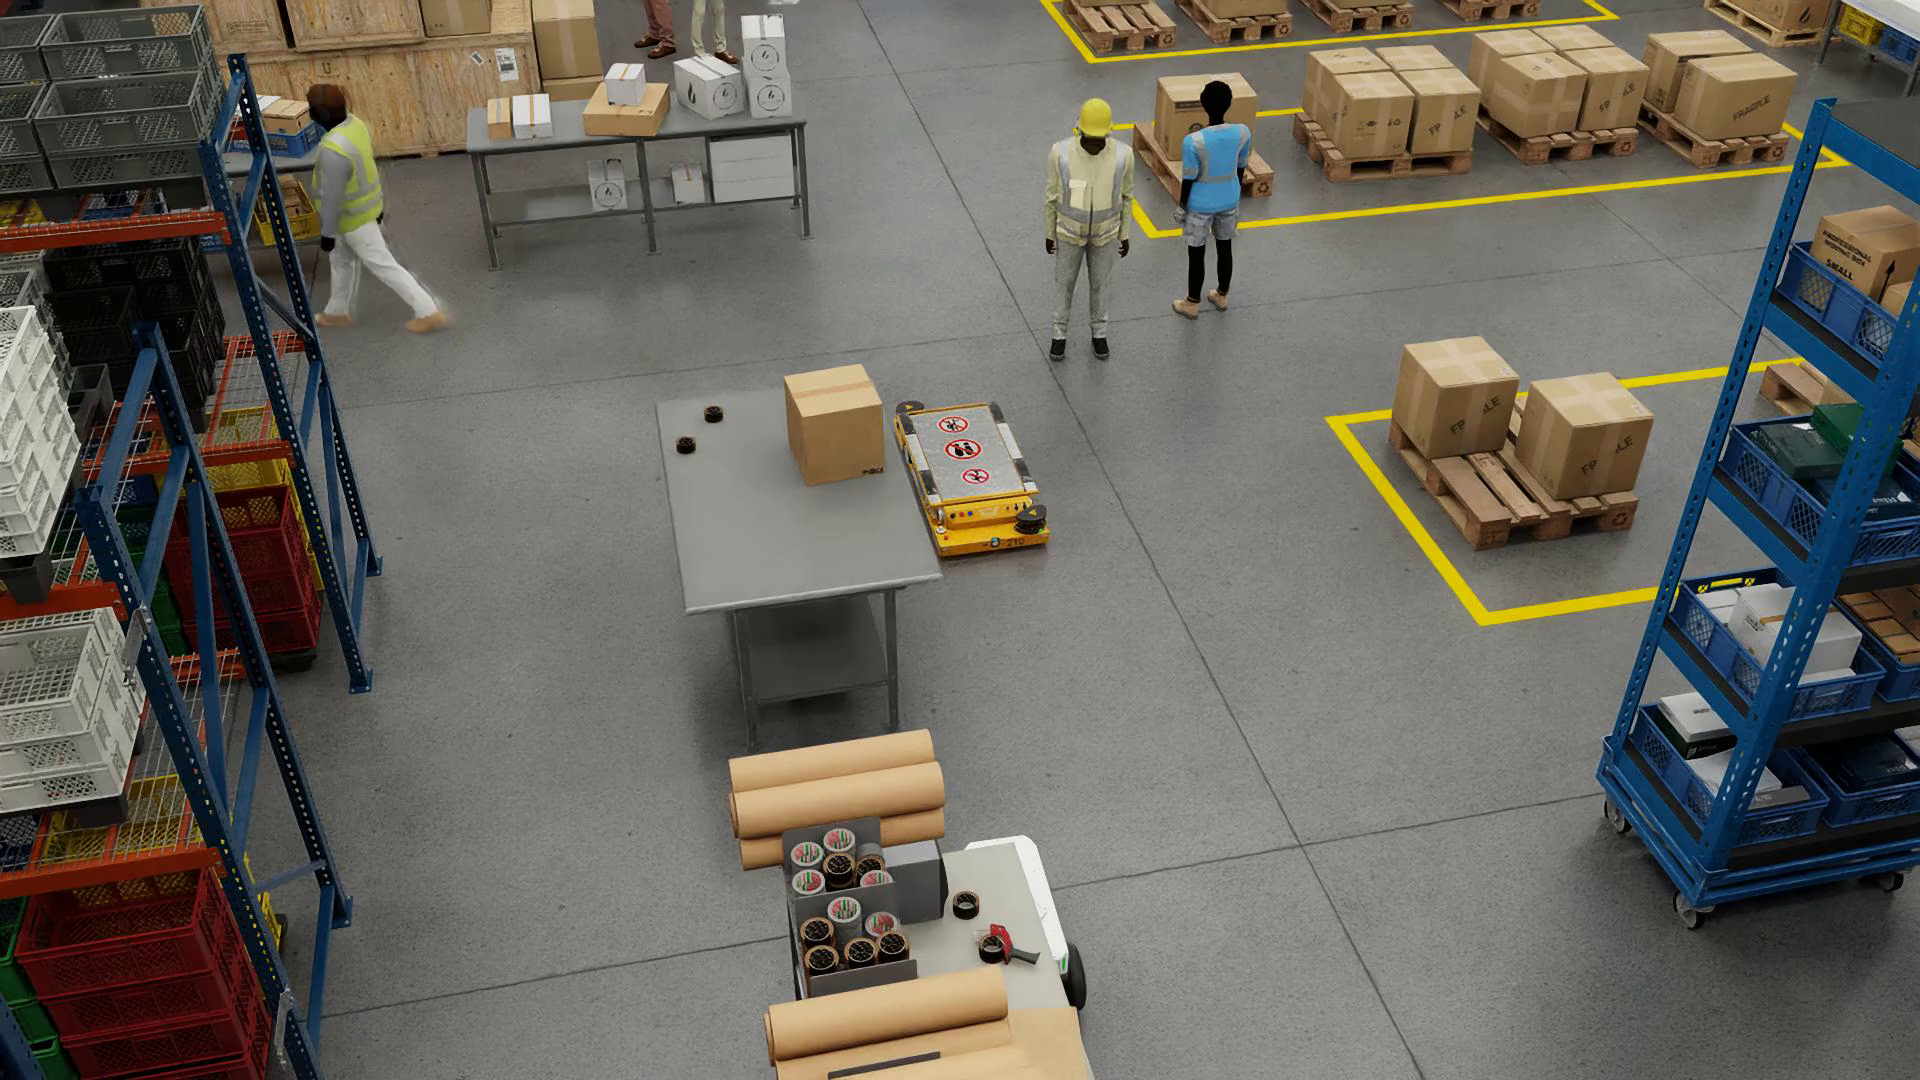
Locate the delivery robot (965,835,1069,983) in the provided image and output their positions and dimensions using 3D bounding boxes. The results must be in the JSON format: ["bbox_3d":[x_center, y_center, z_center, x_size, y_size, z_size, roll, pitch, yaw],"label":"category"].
[{"bbox_3d":[0.225,1.590,7.082,0.477,0.478,0.707,-6,37,-8],"label":"delivery robot"}]

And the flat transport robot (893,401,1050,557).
[{"bbox_3d":[0.046,-0.430,10.108,0.652,0.197,1.431,-8,37,-10],"label":"flat transport robot"}]

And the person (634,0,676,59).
[{"bbox_3d":[-2.979,-5.502,15.577,0.396,1.901,0.648,-19,41,-24],"label":"person"}]

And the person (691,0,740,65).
[{"bbox_3d":[-2.320,-5.254,15.272,0.509,1.862,0.332,-27,44,-31],"label":"person"}]

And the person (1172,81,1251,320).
[{"bbox_3d":[1.726,-2.332,11.477,0.531,1.697,0.322,-15,39,-19],"label":"person"}]

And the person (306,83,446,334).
[{"bbox_3d":[-4.089,-2.210,11.243,0.975,1.792,0.626,-4,37,-6],"label":"person"}]

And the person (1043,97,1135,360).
[{"bbox_3d":[0.842,-2.043,10.980,0.587,1.830,0.403,-1,37,-1],"label":"person"}]
